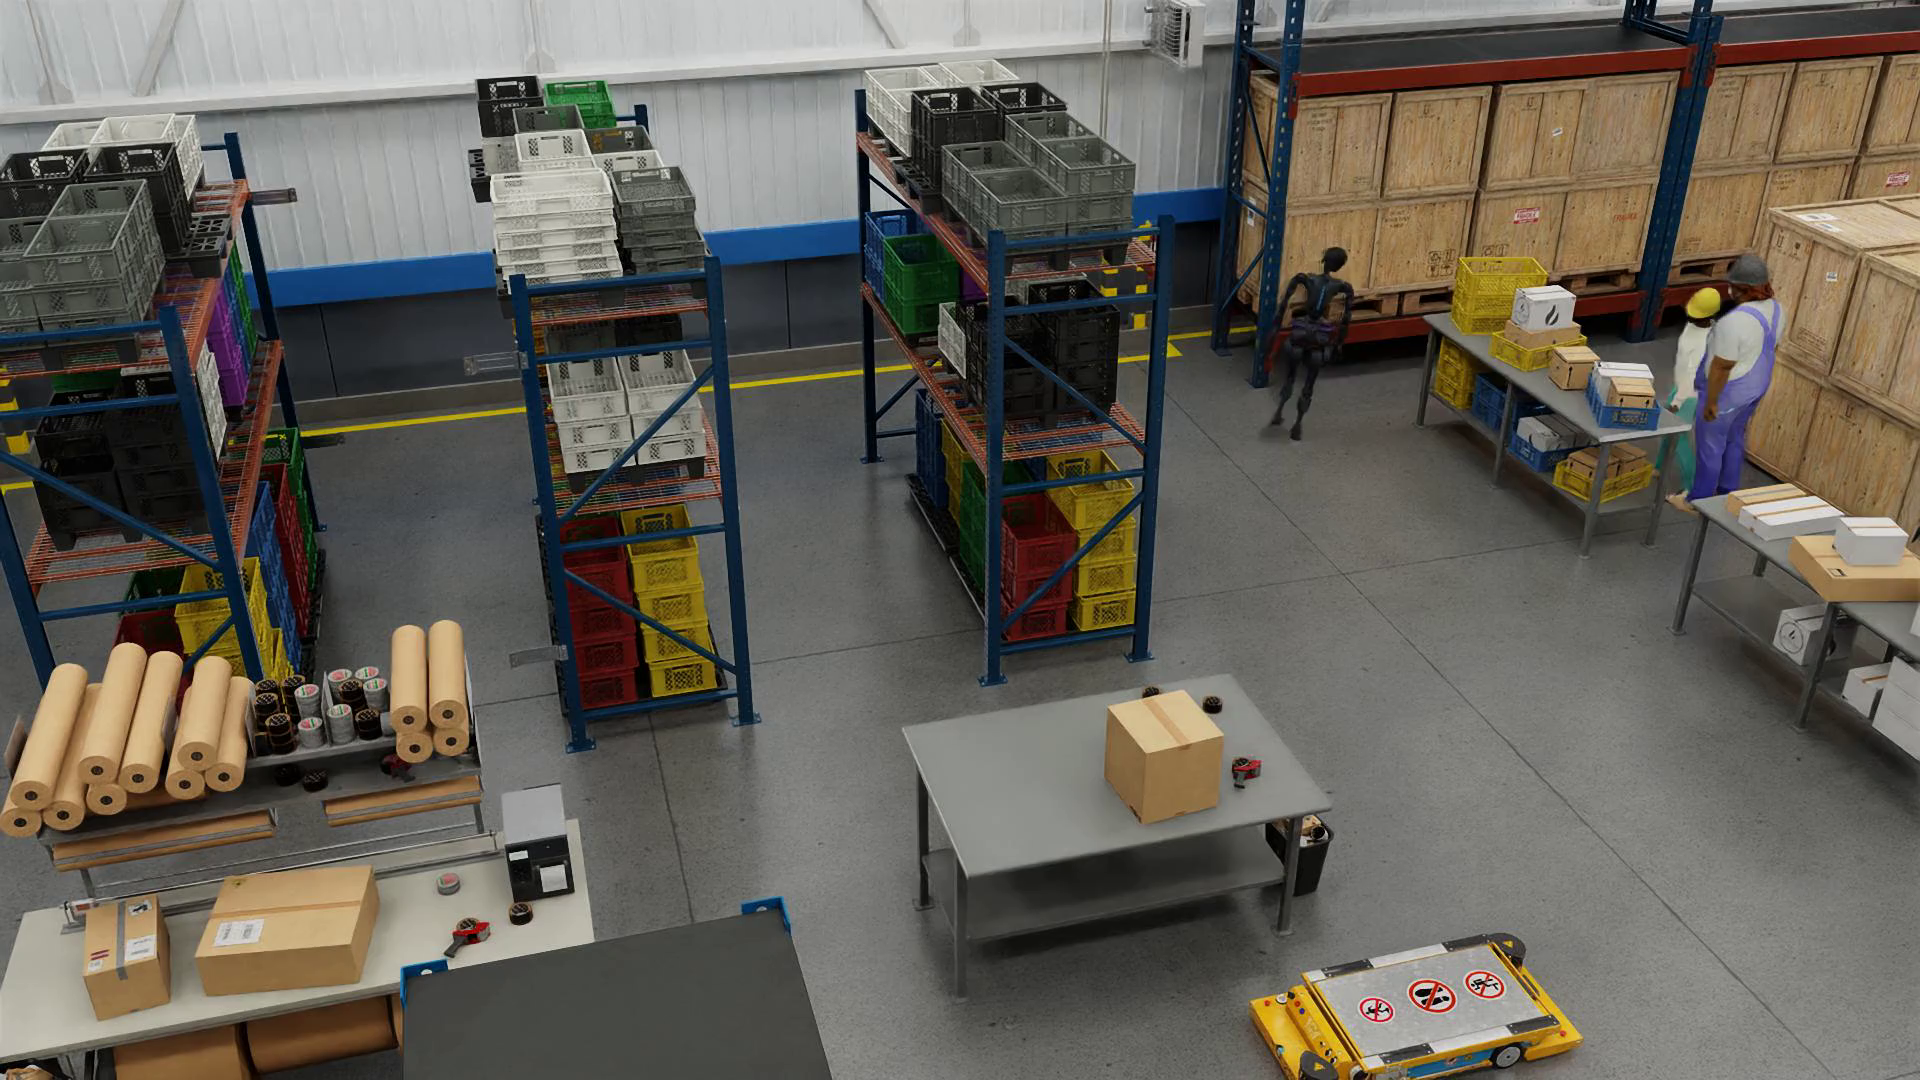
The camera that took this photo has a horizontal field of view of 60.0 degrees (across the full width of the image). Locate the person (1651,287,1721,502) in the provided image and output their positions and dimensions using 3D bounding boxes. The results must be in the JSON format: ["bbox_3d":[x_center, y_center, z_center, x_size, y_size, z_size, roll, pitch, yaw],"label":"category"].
[{"bbox_3d":[5.595,-1.143,12.750,0.432,1.701,0.584,9,30,15],"label":"person"}]

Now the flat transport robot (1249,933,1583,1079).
[{"bbox_3d":[2.184,2.282,7.980,1.431,0.197,0.652,-8,30,-14],"label":"flat transport robot"}]

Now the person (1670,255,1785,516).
[{"bbox_3d":[5.743,-1.168,12.449,0.697,2.000,0.535,-19,34,-31],"label":"person"}]

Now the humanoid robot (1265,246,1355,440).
[{"bbox_3d":[2.872,-1.652,13.725,0.653,1.622,0.516,9,30,16],"label":"humanoid robot"}]

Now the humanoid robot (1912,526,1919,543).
[{"bbox_3d":[6.487,-0.042,10.762,0.327,1.657,0.589,-12,31,-20],"label":"humanoid robot"}]
